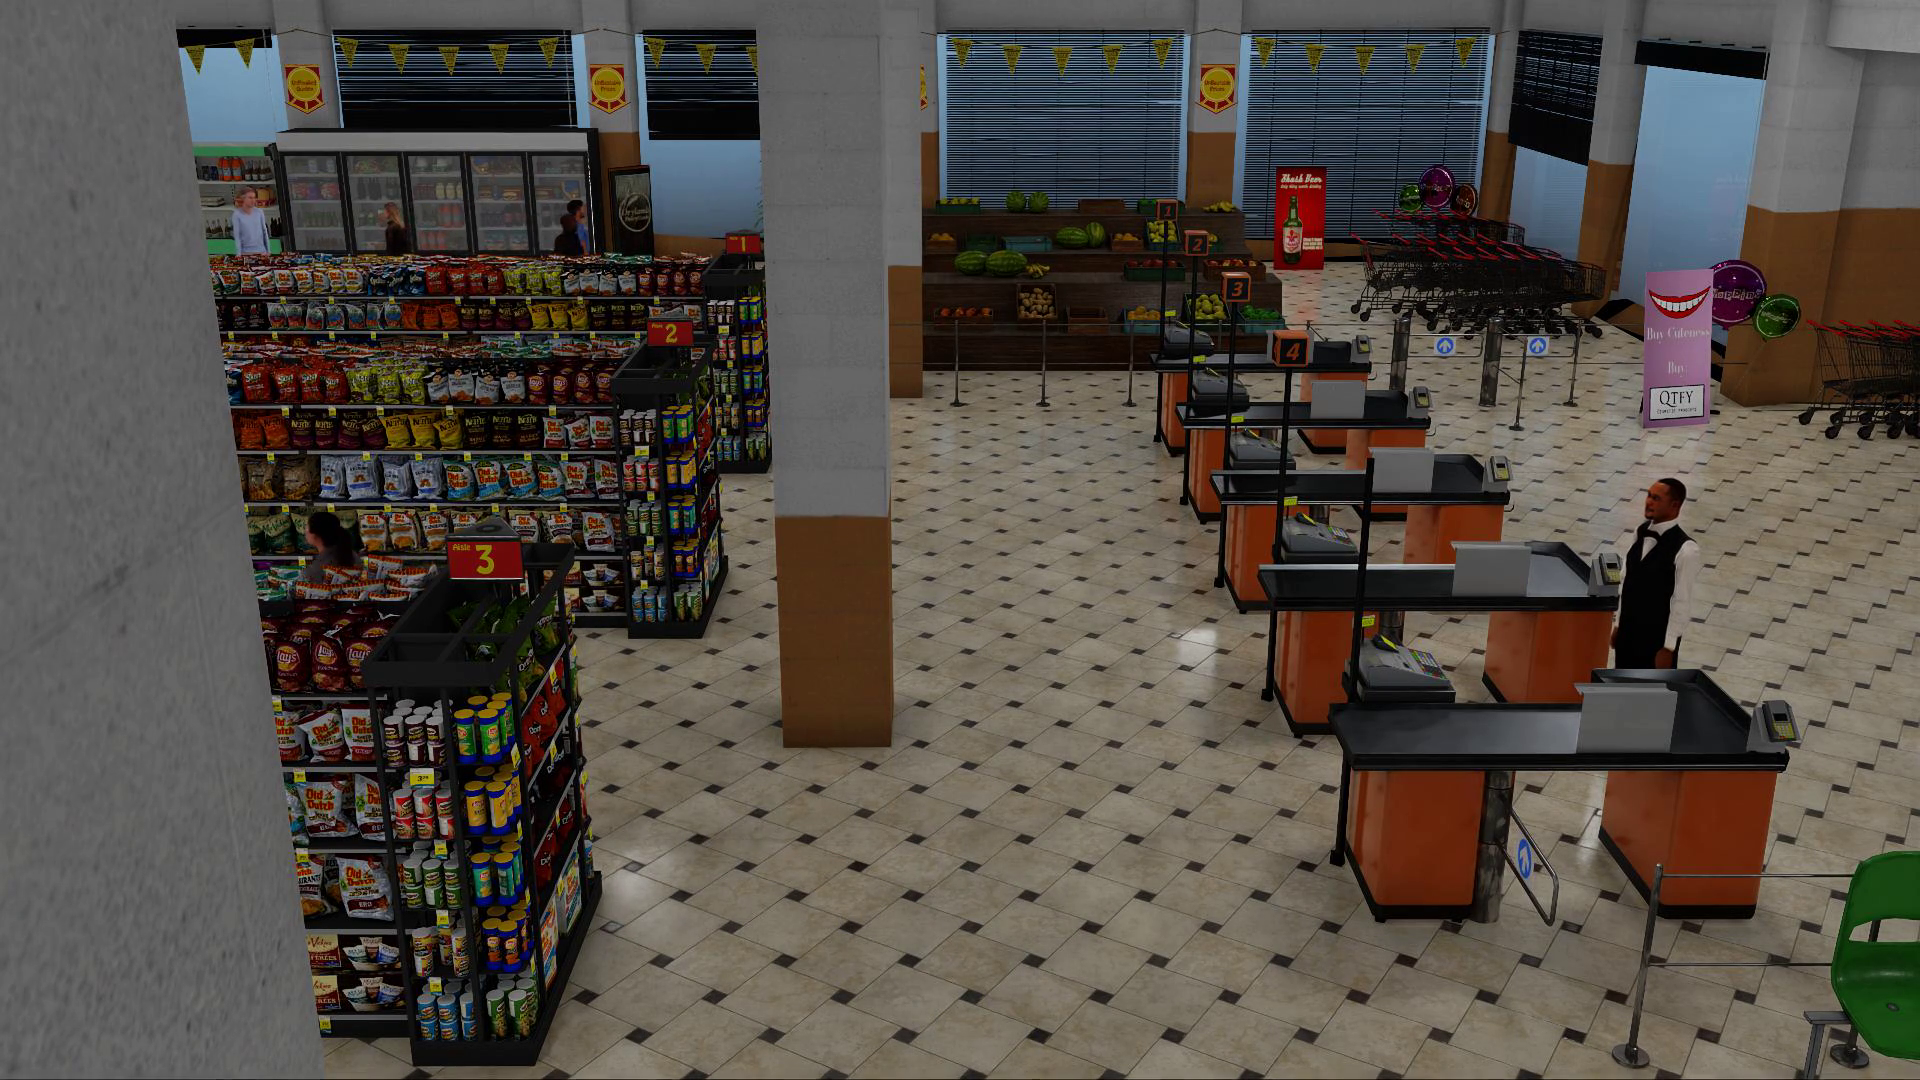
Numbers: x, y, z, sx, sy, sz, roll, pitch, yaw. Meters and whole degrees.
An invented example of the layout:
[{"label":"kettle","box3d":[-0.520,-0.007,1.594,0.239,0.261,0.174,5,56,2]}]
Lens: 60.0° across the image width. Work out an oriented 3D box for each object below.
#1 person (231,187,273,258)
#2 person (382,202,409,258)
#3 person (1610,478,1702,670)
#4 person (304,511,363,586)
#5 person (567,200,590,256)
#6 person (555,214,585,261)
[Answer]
[{"label":"person","box3d":[-10.208,-4.128,23.940,0.857,1.883,0.809,18,25,42]},{"label":"person","box3d":[-7.932,-3.943,23.718,0.917,1.675,0.629,0,19,1]},{"label":"person","box3d":[4.163,0.543,10.030,0.705,1.919,0.758,-6,20,-18]},{"label":"person","box3d":[-3.718,0.643,10.135,0.964,1.663,0.816,8,20,23]},{"label":"person","box3d":[-5.211,-3.709,22.727,0.764,1.864,0.734,-13,23,-35]},{"label":"person","box3d":[-5.126,-3.332,21.693,0.865,1.811,0.835,-12,22,-31]}]
